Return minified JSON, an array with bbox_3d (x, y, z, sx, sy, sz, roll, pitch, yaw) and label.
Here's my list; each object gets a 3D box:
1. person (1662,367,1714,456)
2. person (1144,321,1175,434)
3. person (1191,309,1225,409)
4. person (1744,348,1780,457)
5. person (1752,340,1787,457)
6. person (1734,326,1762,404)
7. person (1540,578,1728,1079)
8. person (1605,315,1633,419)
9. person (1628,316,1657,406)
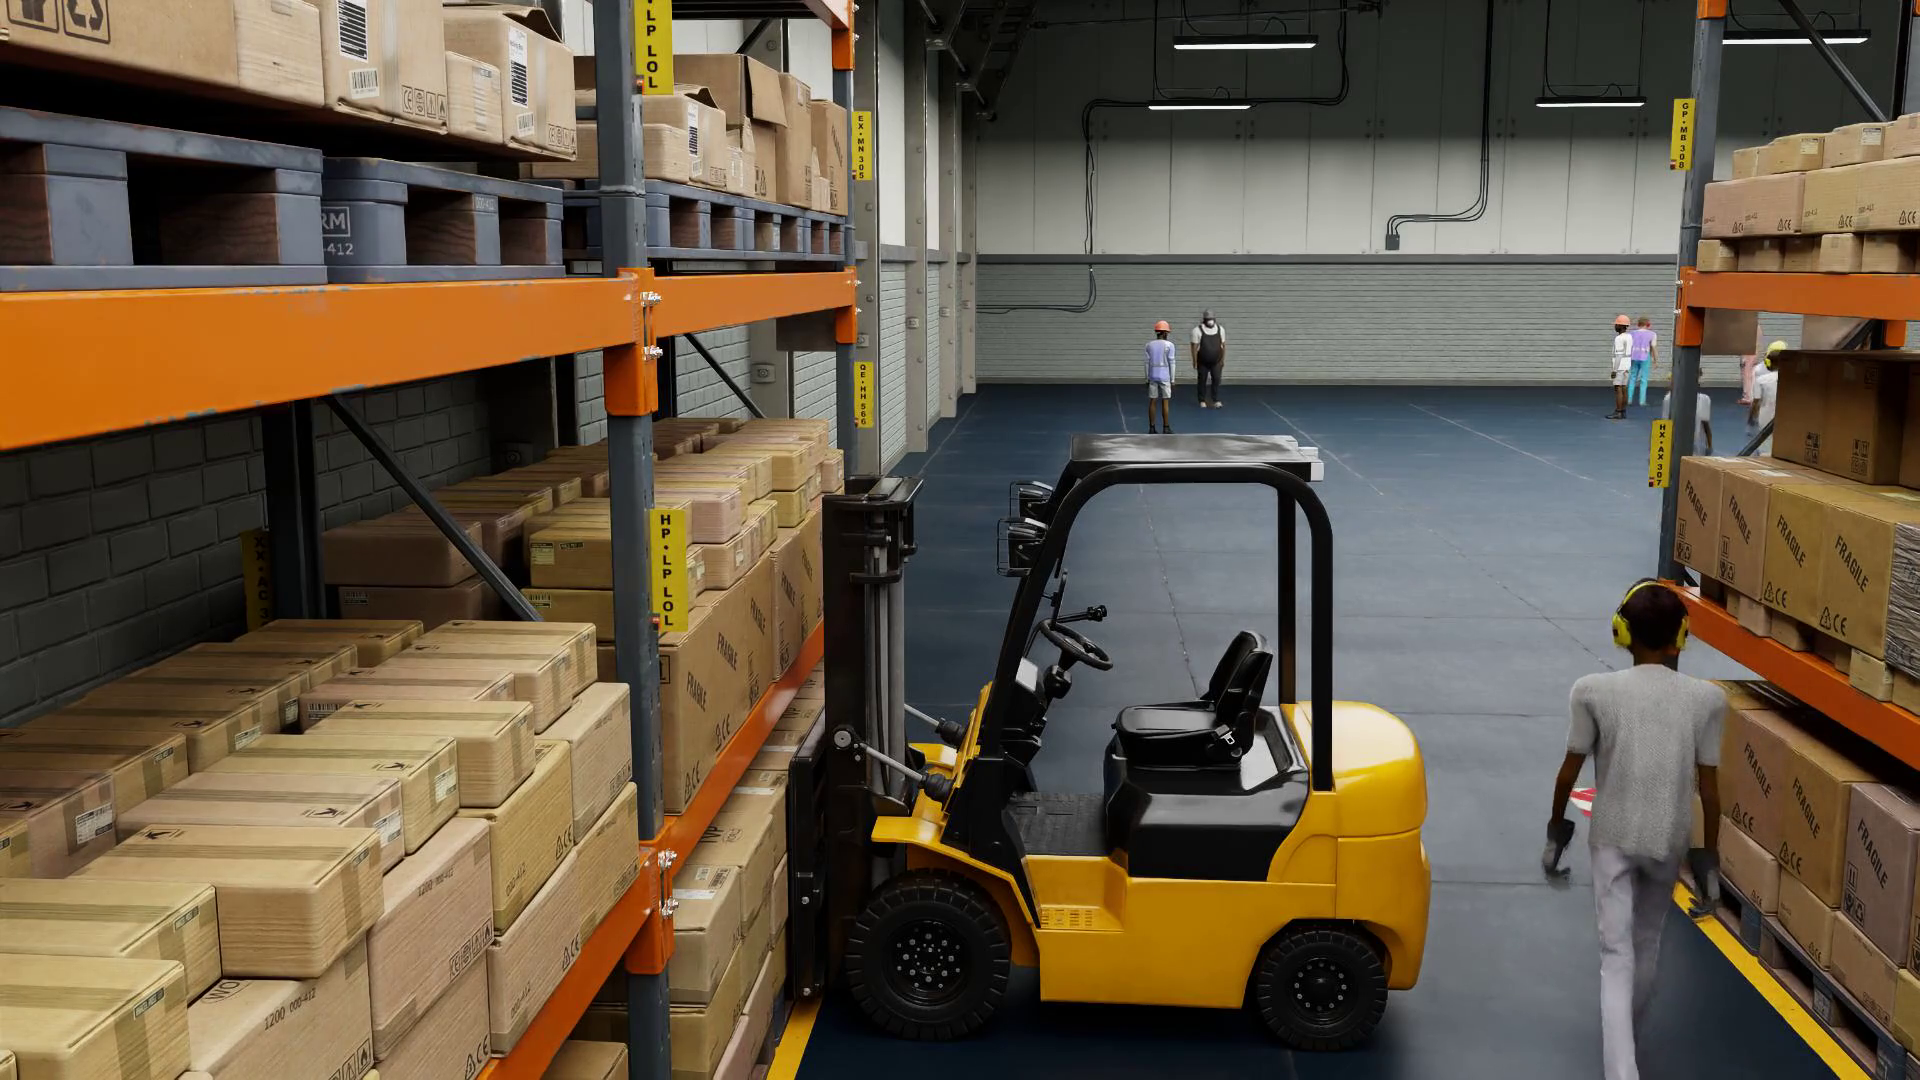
[{"bbox_3d":[7.581,-0.896,17.260,0.564,1.841,0.797,-1,9,-8],"label":"person"},{"bbox_3d":[3.391,-2.730,28.120,0.542,1.931,0.375,5,11,30],"label":"person"},{"bbox_3d":[4.989,-3.631,33.245,0.704,2.000,0.943,-1,9,-4],"label":"person"},{"bbox_3d":[9.923,-1.418,20.380,0.569,1.855,0.374,0,9,0],"label":"person"},{"bbox_3d":[11.486,-1.915,23.543,0.613,1.816,0.598,-7,12,-38],"label":"person"},{"bbox_3d":[16.296,-3.757,34.421,0.403,1.904,0.651,9,13,44],"label":"person"},{"bbox_3d":[2.279,1.037,5.666,0.539,1.818,0.995,2,10,10],"label":"person"},{"bbox_3d":[12.333,-3.224,31.077,0.345,1.942,0.547,8,13,42],"label":"person"},{"bbox_3d":[13.882,-3.636,33.905,0.571,1.836,0.411,9,13,44],"label":"person"}]
